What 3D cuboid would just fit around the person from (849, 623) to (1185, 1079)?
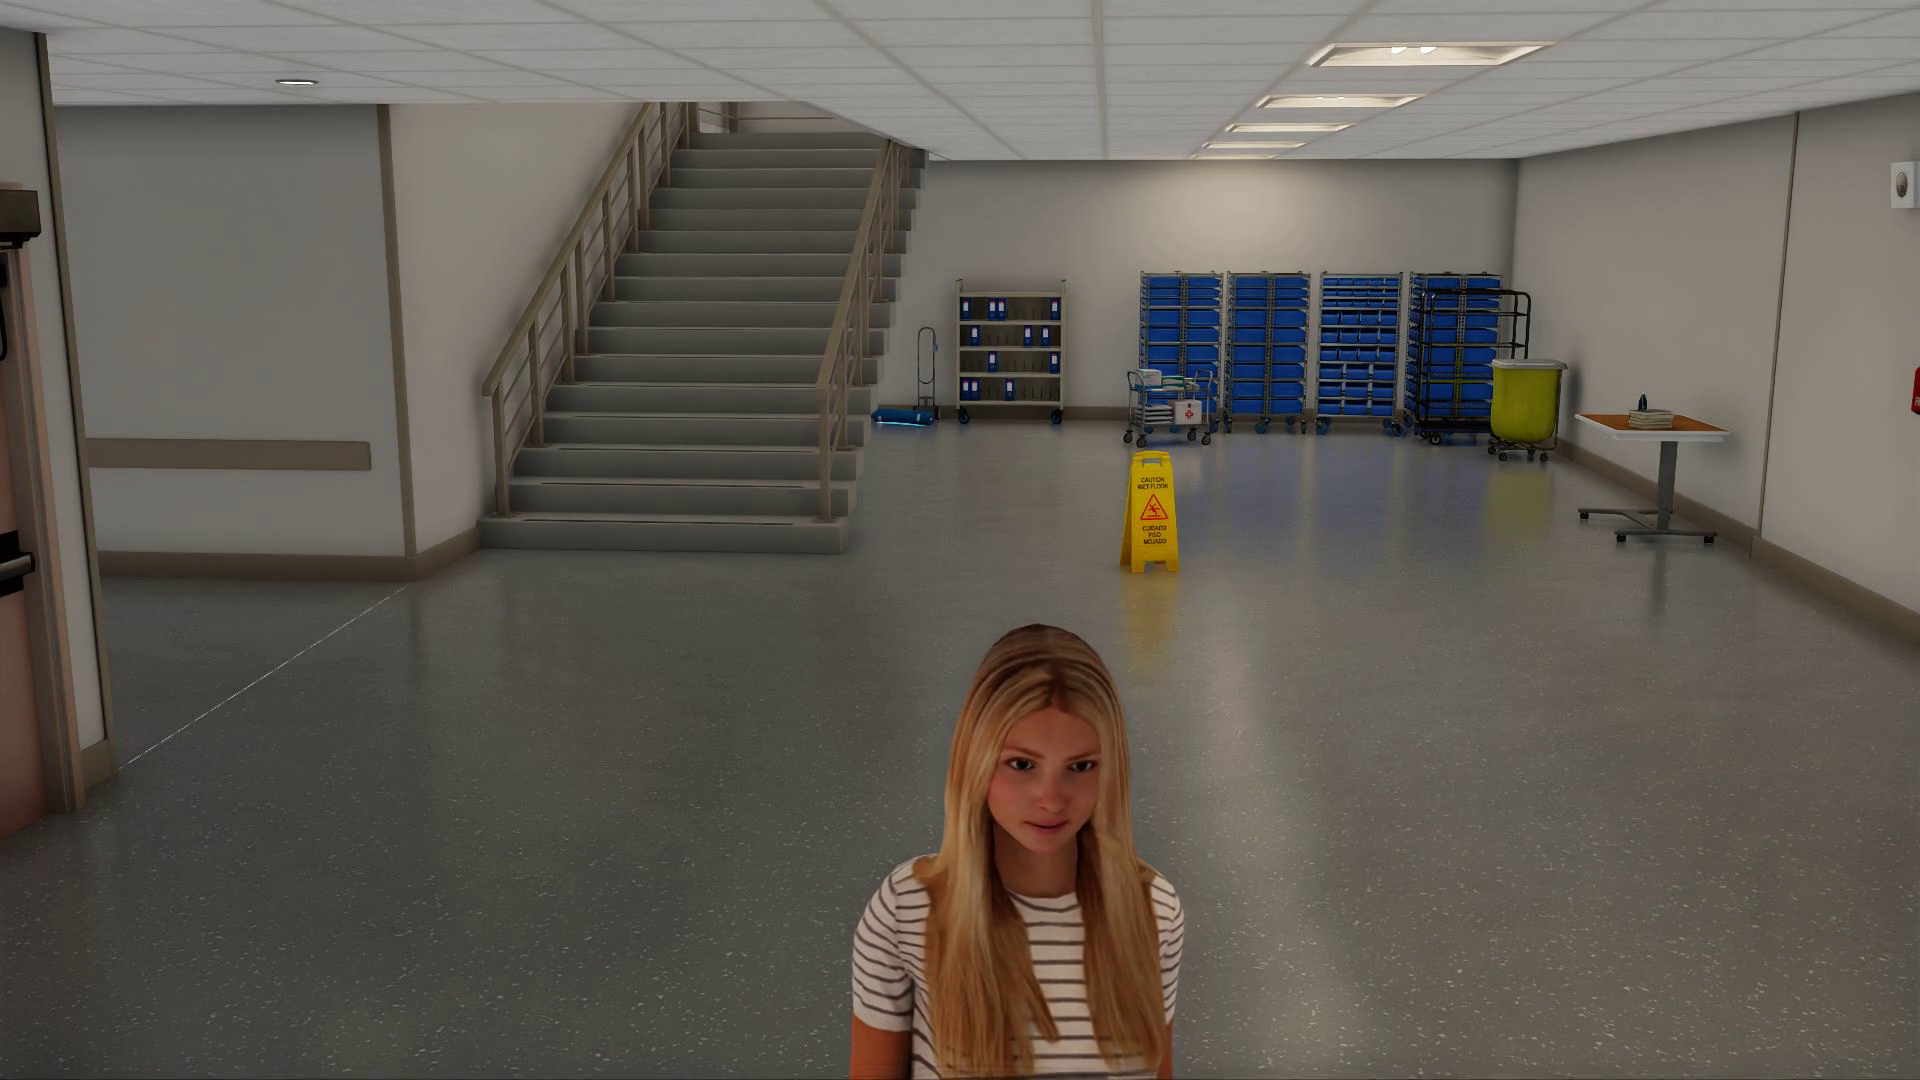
[{"bbox_3d":[0.062,0.984,2.038,0.684,1.822,0.676,-4,11,-21],"label":"person"}]
